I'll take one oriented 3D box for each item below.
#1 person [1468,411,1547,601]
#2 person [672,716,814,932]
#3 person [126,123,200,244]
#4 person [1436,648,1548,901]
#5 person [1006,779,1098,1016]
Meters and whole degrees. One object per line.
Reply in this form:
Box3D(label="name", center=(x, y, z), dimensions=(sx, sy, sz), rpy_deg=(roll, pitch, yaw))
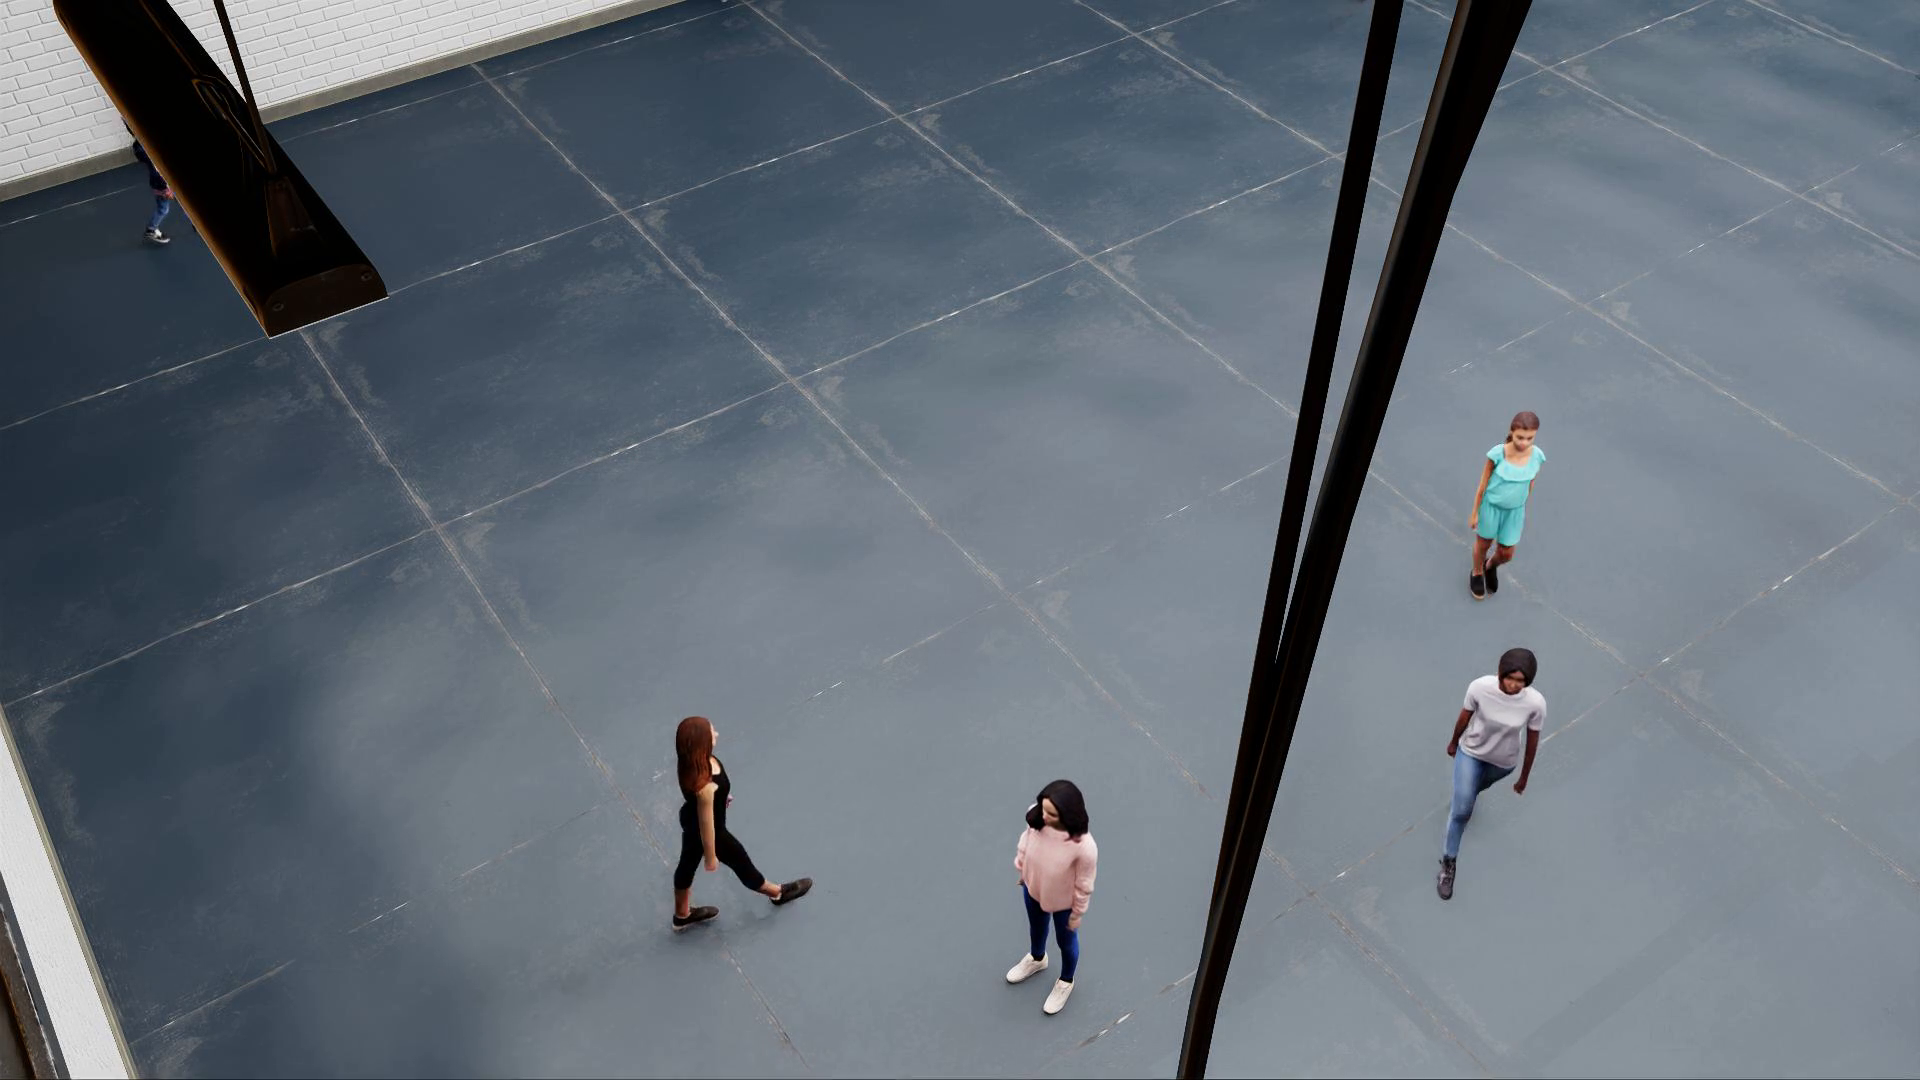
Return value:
Box3D(label="person", center=(3.607, -0.268, 11.129), dimensions=(0.675, 1.548, 0.736), rpy_deg=(5, 44, 5))
Box3D(label="person", center=(-1.471, 1.594, 9.067), dimensions=(1.106, 1.696, 0.742), rpy_deg=(-16, 46, -16))
Box3D(label="person", center=(-6.936, -3.101, 14.350), dimensions=(0.905, 1.207, 0.703), rpy_deg=(-10, 45, -10))
Box3D(label="person", center=(3.030, 1.186, 9.509), dimensions=(1.034, 1.677, 1.180), rpy_deg=(13, 45, 13))
Box3D(label="person", center=(0.501, 1.846, 8.749), dimensions=(0.679, 1.770, 0.603), rpy_deg=(34, 53, 31))
